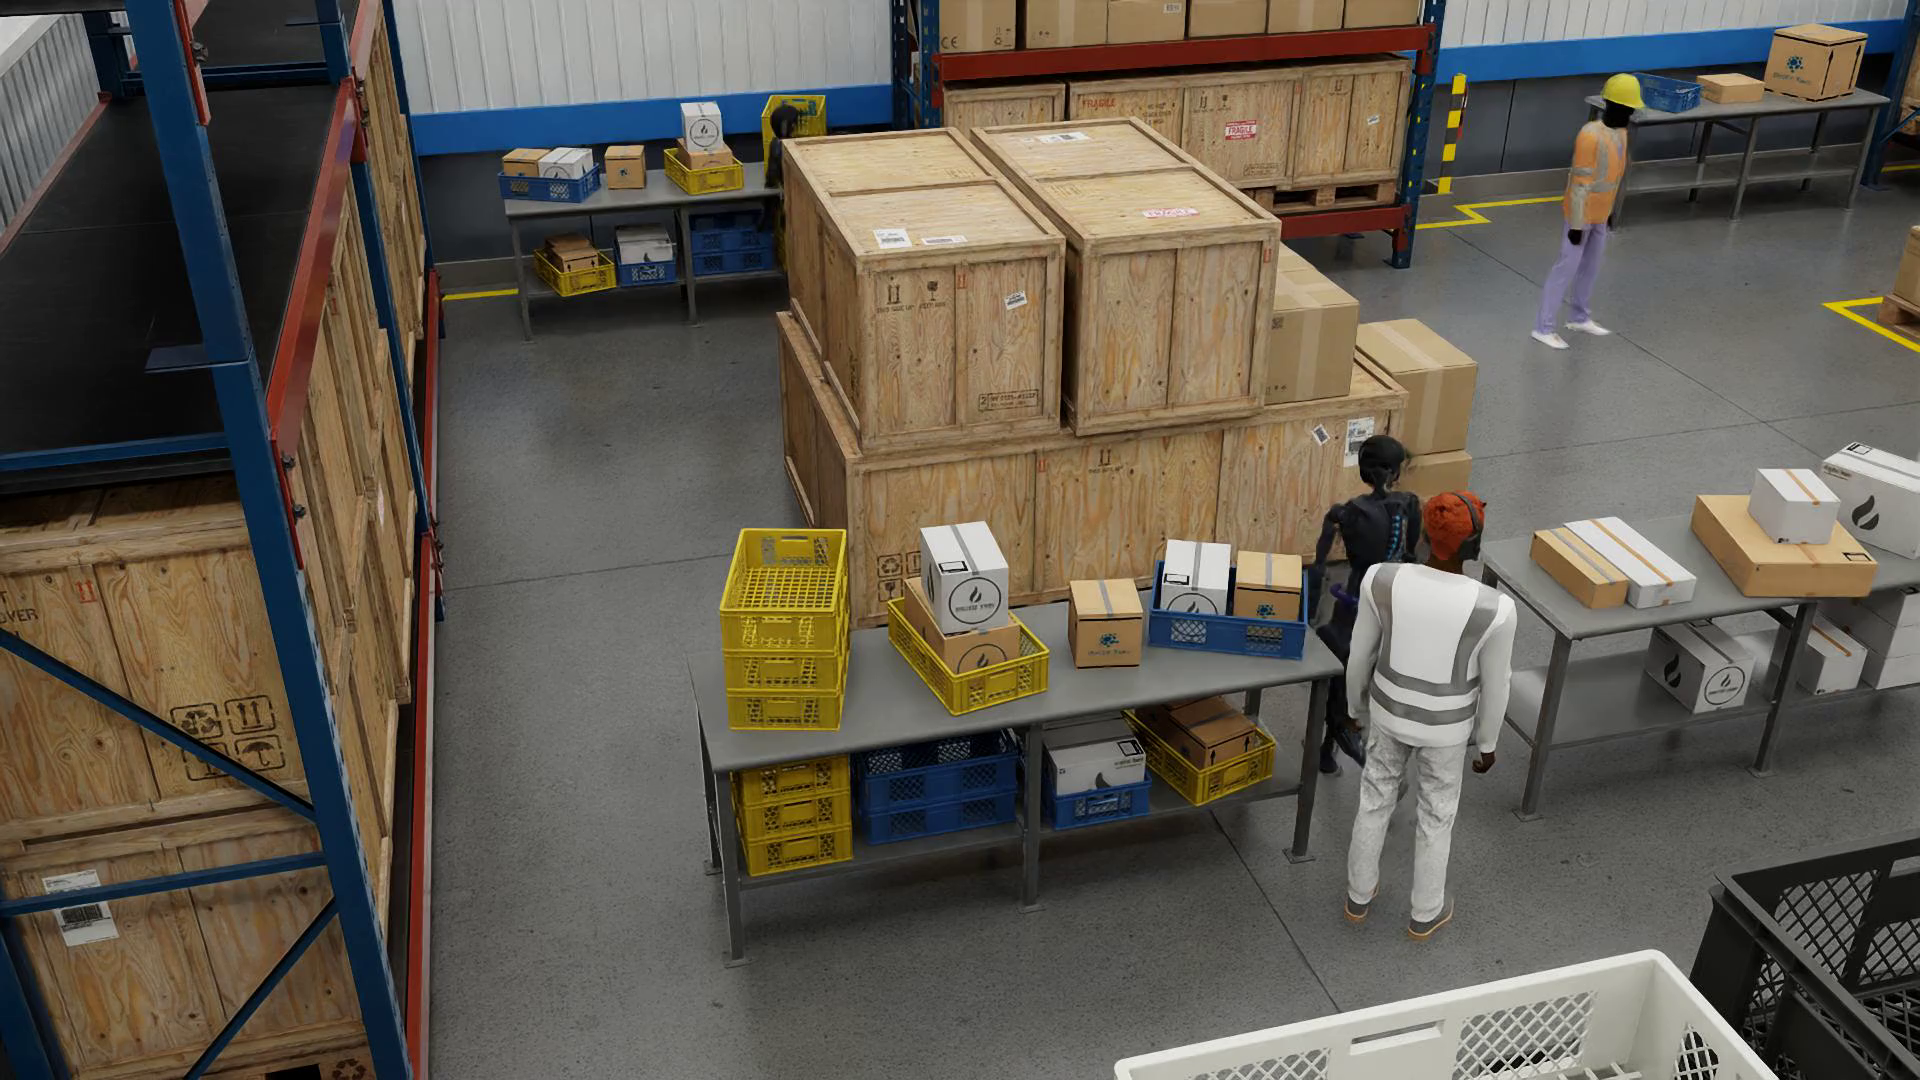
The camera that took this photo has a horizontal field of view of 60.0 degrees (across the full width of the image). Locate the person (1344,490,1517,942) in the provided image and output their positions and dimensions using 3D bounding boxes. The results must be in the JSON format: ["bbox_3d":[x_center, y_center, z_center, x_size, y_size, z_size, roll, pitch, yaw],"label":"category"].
[{"bbox_3d":[1.724,0.675,6.217,0.582,1.881,0.340,15,32,25],"label":"person"}]

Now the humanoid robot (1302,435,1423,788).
[{"bbox_3d":[1.732,0.371,7.007,0.596,1.623,0.622,-14,32,-24],"label":"humanoid robot"}]

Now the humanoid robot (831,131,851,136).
[{"bbox_3d":[-0.760,-1.921,11.142,0.351,1.651,0.565,16,33,27],"label":"humanoid robot"}]

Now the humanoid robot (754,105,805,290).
[{"bbox_3d":[-1.188,-2.279,11.794,0.494,1.637,0.630,-15,32,-25],"label":"humanoid robot"}]

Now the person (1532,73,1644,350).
[{"bbox_3d":[4.399,-2.289,11.566,0.384,1.921,0.596,25,37,37],"label":"person"}]
